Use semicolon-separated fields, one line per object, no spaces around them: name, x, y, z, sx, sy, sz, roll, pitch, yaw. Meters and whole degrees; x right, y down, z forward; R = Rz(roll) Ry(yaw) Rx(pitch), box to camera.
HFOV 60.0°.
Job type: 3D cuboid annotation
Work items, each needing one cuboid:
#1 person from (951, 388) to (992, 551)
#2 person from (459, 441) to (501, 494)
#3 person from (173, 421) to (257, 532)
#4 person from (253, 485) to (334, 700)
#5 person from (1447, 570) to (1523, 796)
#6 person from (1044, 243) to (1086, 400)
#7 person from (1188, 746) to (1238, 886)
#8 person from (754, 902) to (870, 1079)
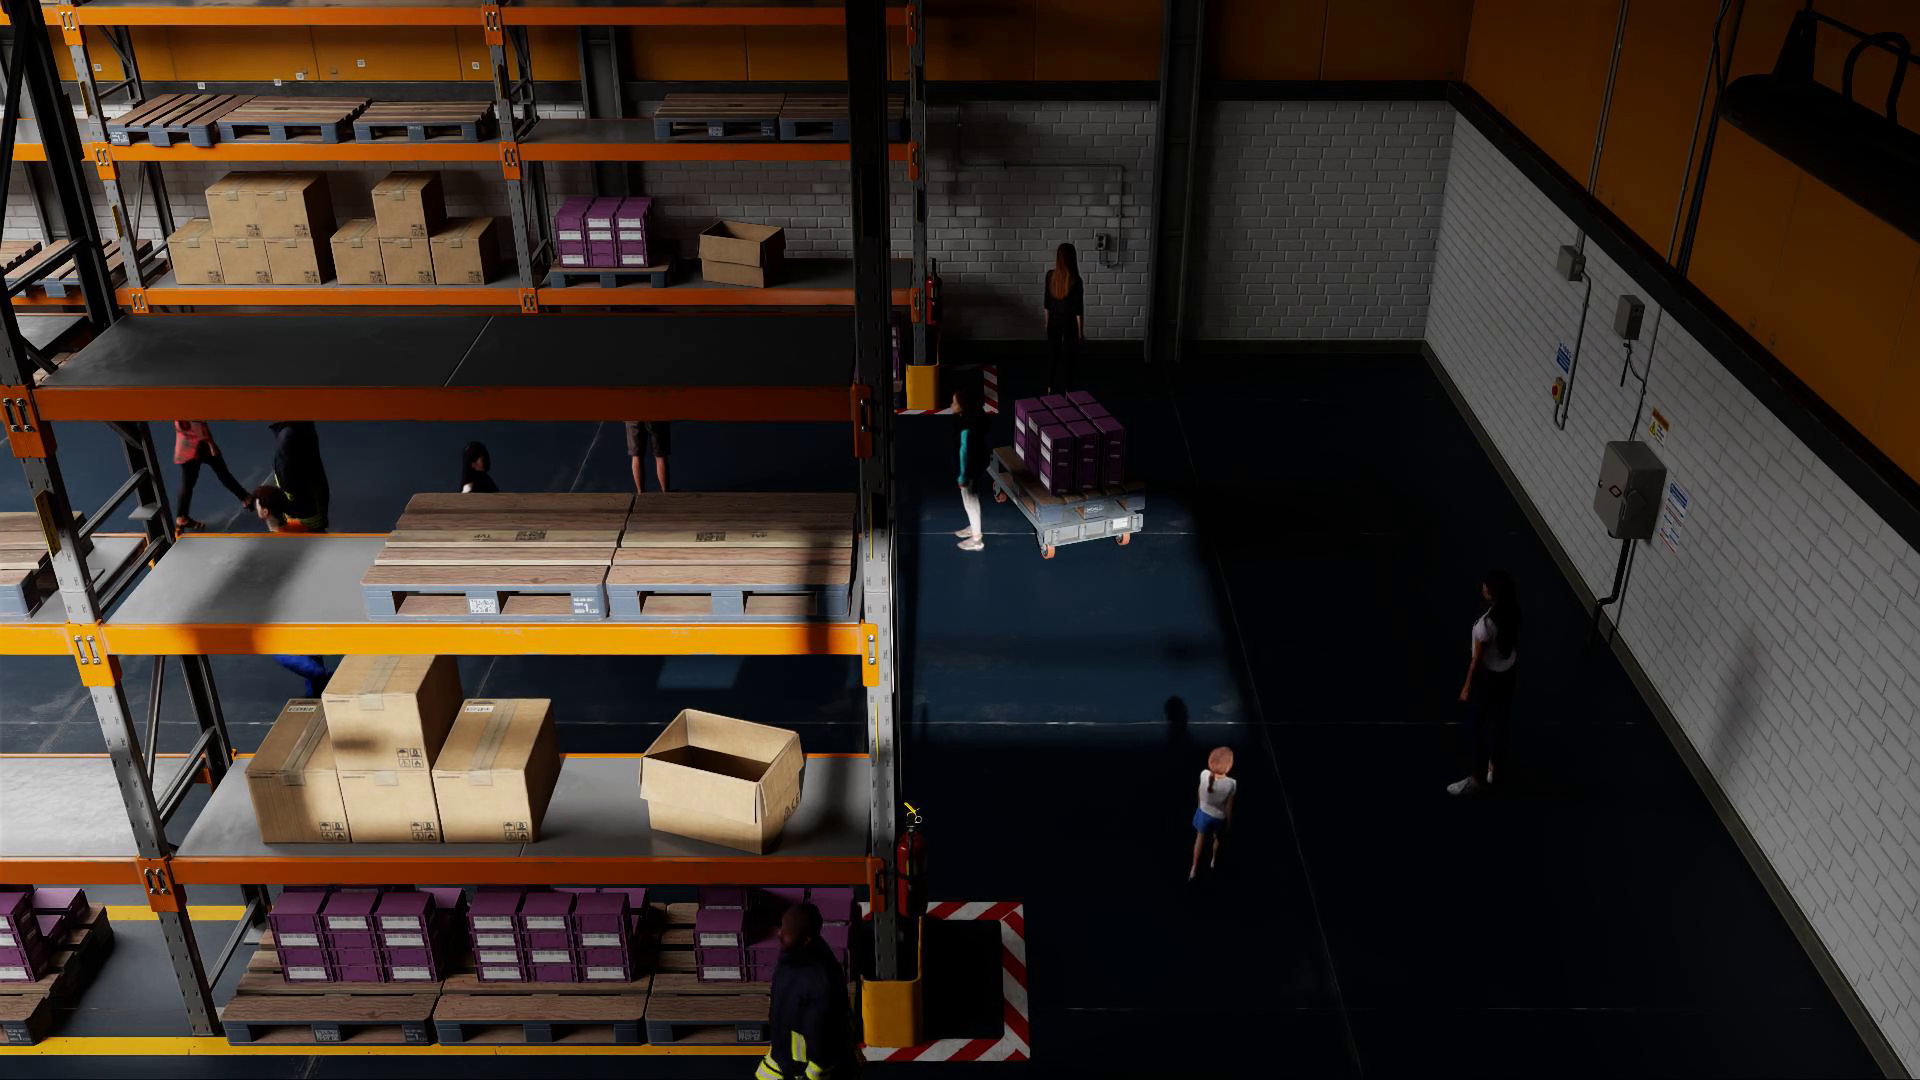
person;0.083;-0.641;14.624;0.556;1.495;0.555;-1;29;-1
person;-3.724;0.039;13.087;0.608;1.774;0.629;0;29;0
person;-6.896;-0.818;14.779;1.161;1.659;0.968;-15;32;-26
person;-4.805;0.470;12.193;0.856;1.874;0.755;5;29;10
person;3.722;0.952;11.428;0.747;1.759;0.838;-13;31;-22
person;1.067;-2.255;17.361;0.645;1.707;0.742;18;33;30
person;1.614;1.773;10.709;0.682;1.007;0.641;13;31;22
person;-0.665;2.549;8.475;1.312;1.784;1.104;-14;31;-23
